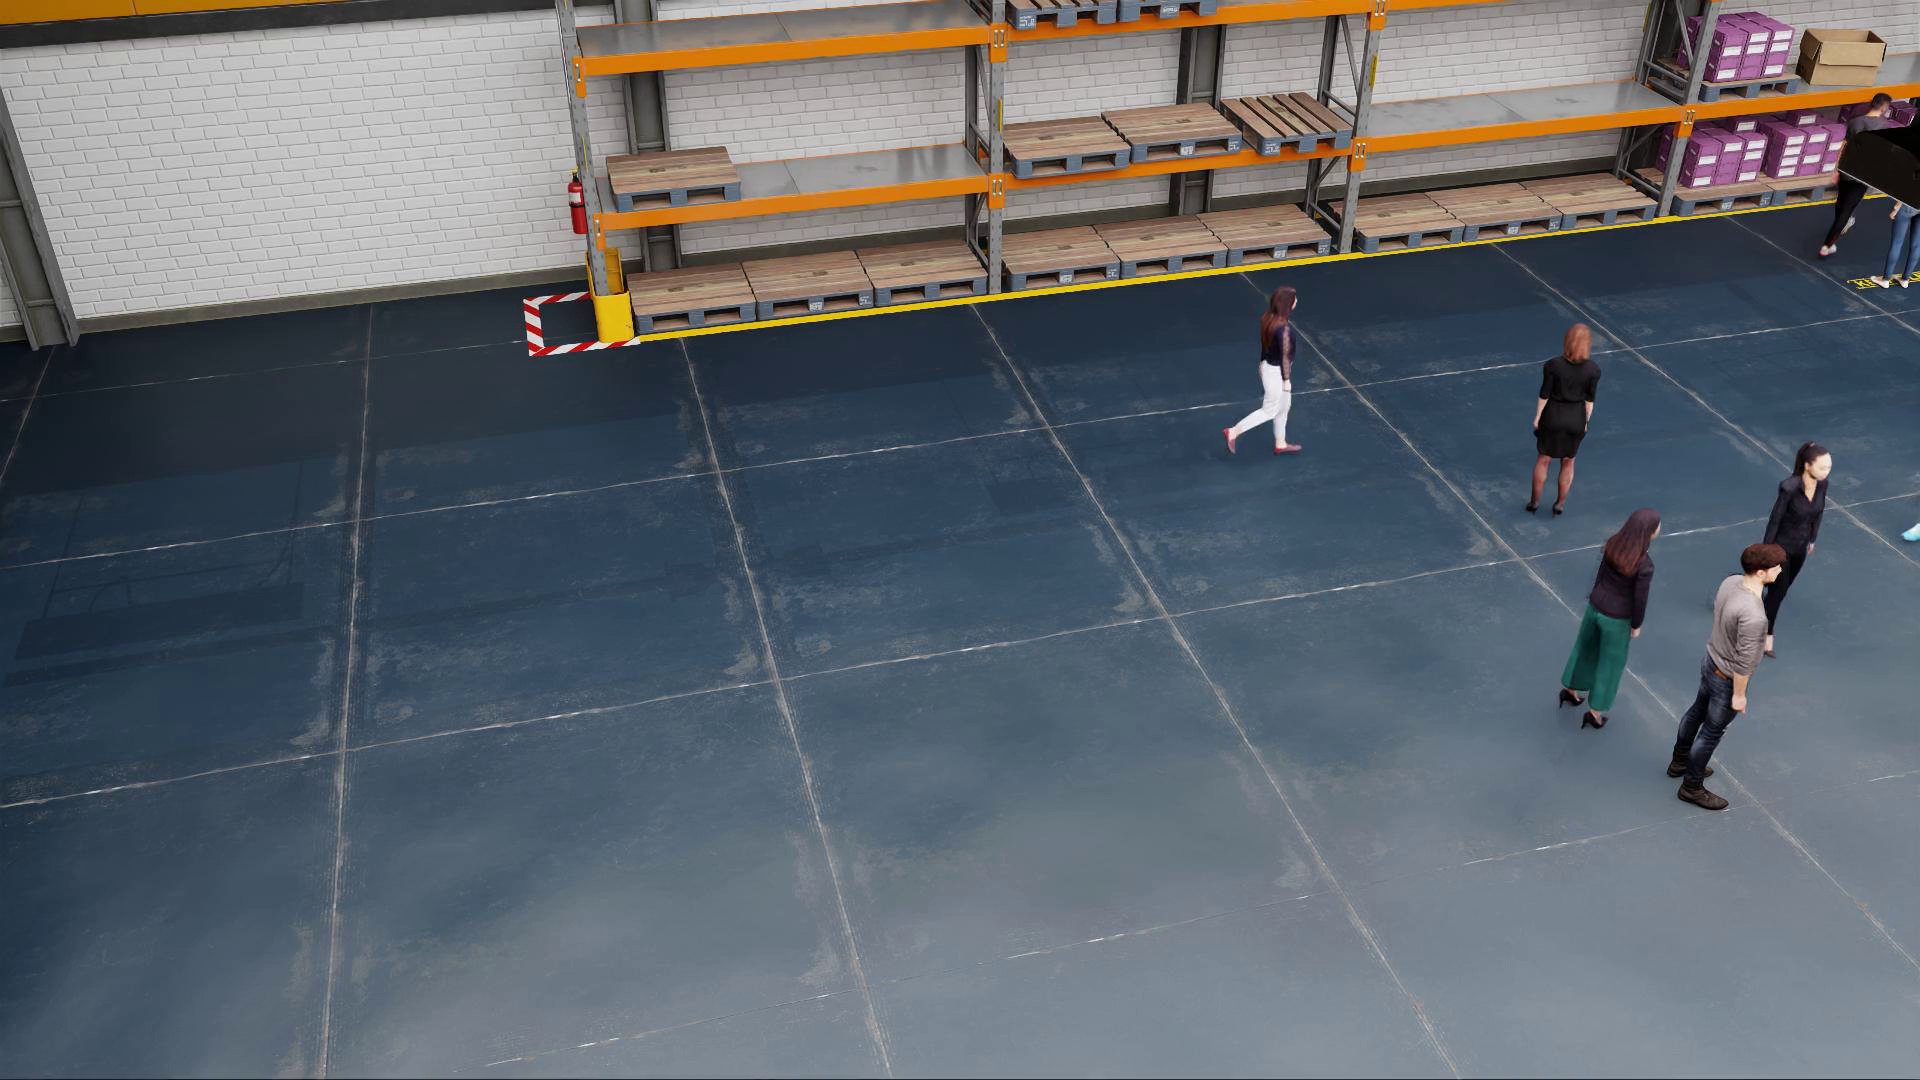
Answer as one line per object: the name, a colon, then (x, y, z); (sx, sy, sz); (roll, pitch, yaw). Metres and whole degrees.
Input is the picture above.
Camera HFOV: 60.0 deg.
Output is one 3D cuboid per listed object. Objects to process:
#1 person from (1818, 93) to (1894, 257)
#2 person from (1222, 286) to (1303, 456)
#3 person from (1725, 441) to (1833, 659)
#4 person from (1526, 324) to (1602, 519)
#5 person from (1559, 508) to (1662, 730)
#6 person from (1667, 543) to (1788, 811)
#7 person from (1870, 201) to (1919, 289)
person: (9.547, -3.854, 17.787); (1.233, 1.702, 0.935); (-25, 41, -33)
person: (2.634, -1.397, 14.196); (1.009, 1.584, 0.733); (-2, 34, -3)
person: (5.881, 0.029, 11.951); (0.863, 1.695, 0.692); (-11, 35, -16)
person: (4.858, -0.950, 13.416); (0.606, 1.703, 0.722); (9, 35, 13)
person: (4.357, 0.527, 11.166); (0.564, 1.733, 0.621); (-12, 35, -18)
person: (4.853, 0.833, 10.551); (0.724, 1.905, 0.772); (4, 34, 6)
person: (9.838, -3.422, 17.115); (0.513, 1.725, 0.679); (-1, 34, -2)
